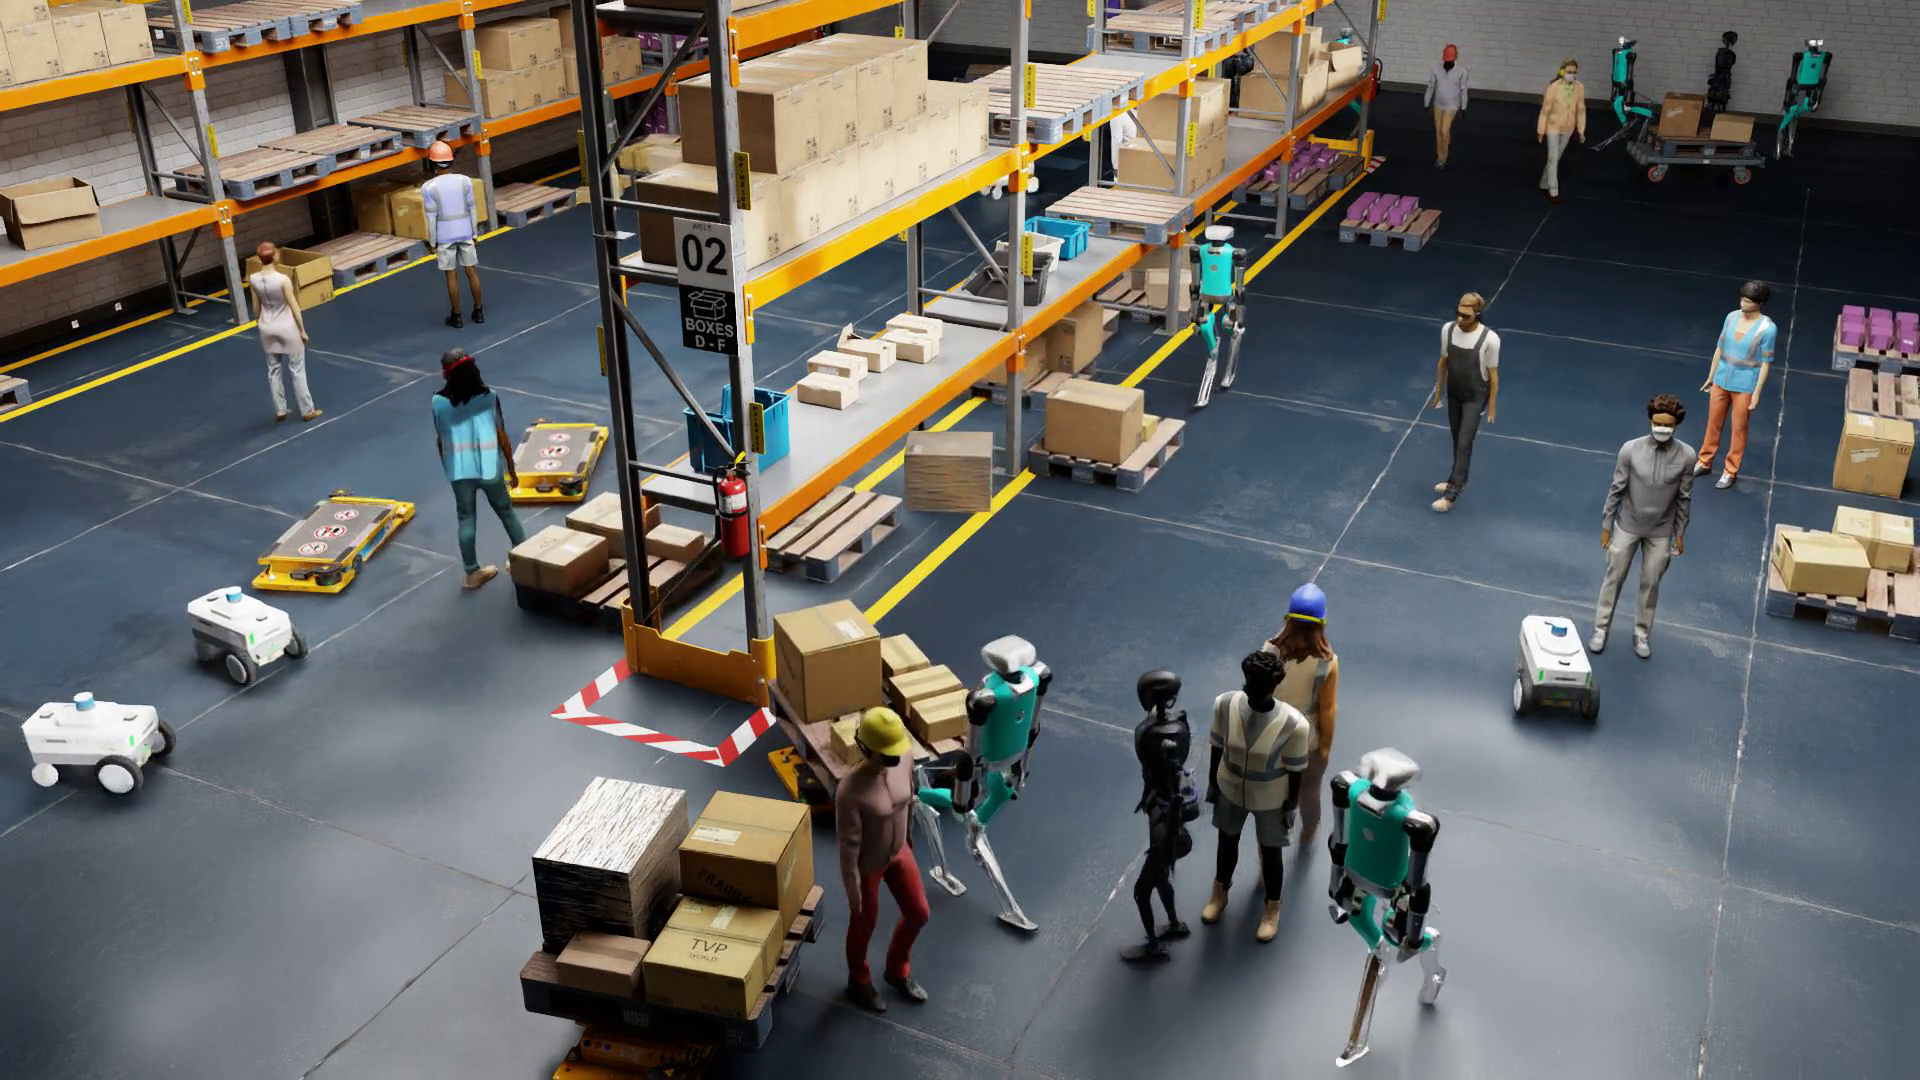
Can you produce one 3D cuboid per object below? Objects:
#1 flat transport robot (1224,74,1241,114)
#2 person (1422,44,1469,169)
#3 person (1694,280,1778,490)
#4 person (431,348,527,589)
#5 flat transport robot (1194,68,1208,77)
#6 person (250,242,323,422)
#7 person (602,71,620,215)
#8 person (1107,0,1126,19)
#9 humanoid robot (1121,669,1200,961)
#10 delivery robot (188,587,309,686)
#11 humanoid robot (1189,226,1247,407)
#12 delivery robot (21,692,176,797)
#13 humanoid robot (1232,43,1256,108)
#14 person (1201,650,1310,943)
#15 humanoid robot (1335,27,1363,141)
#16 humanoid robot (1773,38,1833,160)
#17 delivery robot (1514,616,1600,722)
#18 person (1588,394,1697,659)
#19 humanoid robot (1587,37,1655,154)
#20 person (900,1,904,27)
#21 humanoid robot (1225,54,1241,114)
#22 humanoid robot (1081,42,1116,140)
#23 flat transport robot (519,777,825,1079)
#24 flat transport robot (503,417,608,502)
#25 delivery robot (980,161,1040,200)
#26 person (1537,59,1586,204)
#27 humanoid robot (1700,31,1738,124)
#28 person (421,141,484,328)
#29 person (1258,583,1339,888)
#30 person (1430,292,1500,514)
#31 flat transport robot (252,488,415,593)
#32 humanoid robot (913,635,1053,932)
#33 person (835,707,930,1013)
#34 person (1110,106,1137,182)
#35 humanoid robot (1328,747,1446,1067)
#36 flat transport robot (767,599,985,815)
[{"bbox_3d":[4.174,-6.186,25.274,1.431,0.231,0.659,10,28,19],"label":"flat transport robot"},{"bbox_3d":[6.841,-6.137,23.530,0.603,1.714,0.596,19,32,34],"label":"person"},{"bbox_3d":[6.375,-1.282,13.680,0.322,1.766,0.497,-16,31,-30],"label":"person"},{"bbox_3d":[-3.455,-0.497,12.011,0.564,1.844,0.460,-6,27,-12],"label":"person"},{"bbox_3d":[3.770,-7.412,27.751,1.431,0.231,0.659,21,33,36],"label":"flat transport robot"},{"bbox_3d":[-6.109,-1.865,14.973,0.458,1.659,0.270,3,27,7],"label":"person"},{"bbox_3d":[-4.555,-5.090,21.279,0.390,1.849,0.564,1,26,3],"label":"person"},{"bbox_3d":[2.650,-9.054,29.203,0.533,1.924,0.420,16,31,30],"label":"person"},{"bbox_3d":[1.016,1.379,8.409,0.457,1.637,0.609,-3,26,-6],"label":"humanoid robot"},{"bbox_3d":[-4.842,0.613,11.235,0.813,0.610,0.499,16,30,28],"label":"delivery robot"},{"bbox_3d":[2.434,-2.108,15.438,0.554,1.757,1.052,12,29,23],"label":"humanoid robot"},{"bbox_3d":[-5.209,1.197,10.032,0.782,0.589,0.499,1,26,3],"label":"delivery robot"},{"bbox_3d":[4.184,-6.490,24.313,0.339,1.653,0.601,-22,34,-38],"label":"humanoid robot"},{"bbox_3d":[1.509,1.299,8.553,0.530,1.690,0.322,15,30,27],"label":"person"},{"bbox_3d":[5.836,-6.610,24.517,0.762,1.817,0.538,11,28,21],"label":"humanoid robot"},{"bbox_3d":[12.039,-6.304,23.966,0.543,1.884,0.740,1,26,2],"label":"humanoid robot"},{"bbox_3d":[3.863,0.796,10.818,0.499,0.568,0.747,4,27,7],"label":"delivery robot"},{"bbox_3d":[4.587,-0.101,11.160,0.547,1.891,0.393,8,27,16],"label":"person"},{"bbox_3d":[9.708,-6.381,24.041,1.041,1.740,0.552,-3,27,-6],"label":"humanoid robot"},{"bbox_3d":[-0.895,-9.456,30.136,0.369,1.824,0.514,3,27,6],"label":"person"},{"bbox_3d":[3.931,-6.565,24.454,0.392,1.655,0.587,-11,28,-22],"label":"humanoid robot"},{"bbox_3d":[1.995,-6.757,24.848,0.818,1.824,0.543,2,26,4],"label":"humanoid robot"},{"bbox_3d":[-1.409,2.228,8.277,0.659,0.231,1.431,7,27,13],"label":"flat transport robot"},{"bbox_3d":[-3.438,-0.689,14.169,0.659,0.231,1.431,-1,26,-2],"label":"flat transport robot"},{"bbox_3d":[0.654,-4.918,22.368,0.766,0.575,0.499,-17,31,-31],"label":"delivery robot"},{"bbox_3d":[7.938,-5.358,21.848,0.552,1.831,0.940,-5,27,-10],"label":"person"},{"bbox_3d":[11.323,-6.797,24.948,0.672,1.638,0.591,2,26,4],"label":"humanoid robot"},{"bbox_3d":[-5.280,-3.170,17.301,0.542,1.939,0.358,-18,32,-33],"label":"person"},{"bbox_3d":[1.828,0.994,9.107,0.472,1.741,0.853,9,28,17],"label":"person"},{"bbox_3d":[3.990,-1.116,13.317,0.753,1.805,0.538,-19,32,-34],"label":"person"},{"bbox_3d":[-4.794,-0.003,12.784,0.659,0.231,1.431,3,26,6],"label":"flat transport robot"},{"bbox_3d":[0.054,1.212,8.684,0.552,1.752,0.946,-22,34,-38],"label":"humanoid robot"},{"bbox_3d":[-0.351,1.552,7.972,0.529,1.747,0.545,21,33,36],"label":"person"},{"bbox_3d":[2.100,-4.589,20.211,0.635,1.903,0.407,-21,33,-36],"label":"person"},{"bbox_3d":[2.136,1.642,7.832,0.948,1.771,0.539,-21,33,-35],"label":"humanoid robot"},{"bbox_3d":[-0.398,1.279,10.194,1.431,0.231,0.659,-12,29,-23],"label":"flat transport robot"}]
